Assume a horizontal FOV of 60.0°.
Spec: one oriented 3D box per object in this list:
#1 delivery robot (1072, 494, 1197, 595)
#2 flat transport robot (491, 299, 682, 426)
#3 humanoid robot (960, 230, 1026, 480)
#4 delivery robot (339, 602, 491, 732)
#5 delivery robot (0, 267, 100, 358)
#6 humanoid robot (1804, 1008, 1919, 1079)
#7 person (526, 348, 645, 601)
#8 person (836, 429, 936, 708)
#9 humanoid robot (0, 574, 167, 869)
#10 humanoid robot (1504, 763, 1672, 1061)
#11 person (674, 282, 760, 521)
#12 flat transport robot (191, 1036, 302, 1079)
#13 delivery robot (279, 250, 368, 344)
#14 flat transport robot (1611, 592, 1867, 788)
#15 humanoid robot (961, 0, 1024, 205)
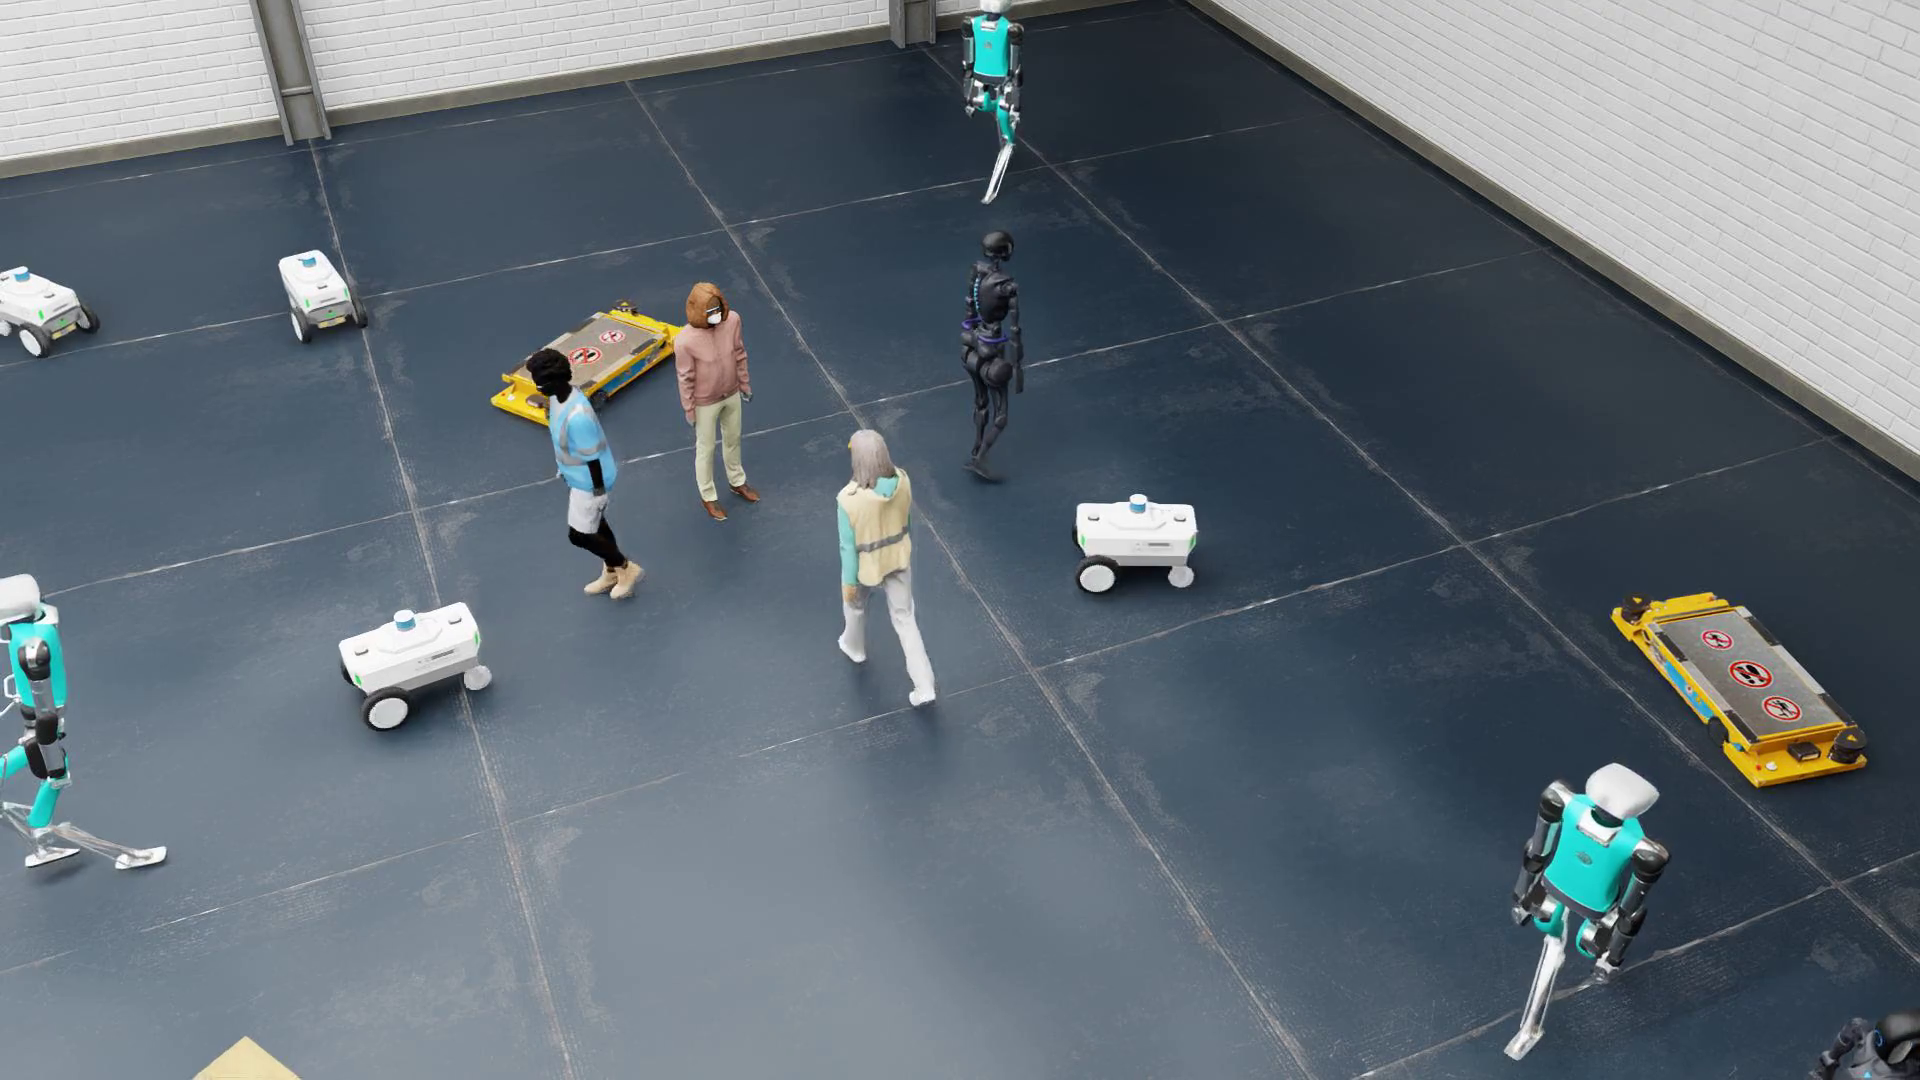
[{"bbox_3d":[1.037,-0.002,10.054,0.807,0.609,0.499,1,38,1],"label":"delivery robot"},{"bbox_3d":[-2.624,-1.268,11.924,0.659,0.231,1.431,20,42,24],"label":"flat transport robot"},{"bbox_3d":[0.140,-1.193,10.676,0.466,1.648,0.619,-21,42,-25],"label":"humanoid robot"},{"bbox_3d":[-3.040,0.653,9.188,0.769,0.594,0.499,-20,42,-24],"label":"delivery robot"},{"bbox_3d":[-6.823,-1.716,12.284,0.797,0.608,0.499,19,42,23],"label":"delivery robot"},{"bbox_3d":[3.361,2.294,6.184,0.786,1.639,0.602,-6,38,-8],"label":"humanoid robot"},{"bbox_3d":[-2.180,-0.361,9.587,0.399,1.666,0.559,-15,40,-18],"label":"person"},{"bbox_3d":[-0.417,0.150,8.923,0.458,1.678,0.862,-19,41,-23],"label":"person"},{"bbox_3d":[-4.426,0.982,7.804,0.873,1.784,0.537,-17,41,-21],"label":"humanoid robot"},{"bbox_3d":[2.766,1.506,7.146,0.900,1.806,0.553,-31,47,-34],"label":"humanoid robot"},{"bbox_3d":[-1.504,-0.872,10.294,0.285,1.625,0.489,31,47,34],"label":"person"},{"bbox_3d":[-2.772,2.963,6.416,1.431,0.231,0.659,23,43,27],"label":"flat transport robot"},{"bbox_3d":[-4.810,-1.848,12.460,0.499,0.613,0.811,-22,43,-26],"label":"delivery robot"},{"bbox_3d":[4.316,0.775,9.264,0.659,0.231,1.431,-8,38,-11],"label":"flat transport robot"},{"bbox_3d":[0.370,-3.811,14.065,0.531,1.778,1.014,14,40,17],"label":"humanoid robot"}]
